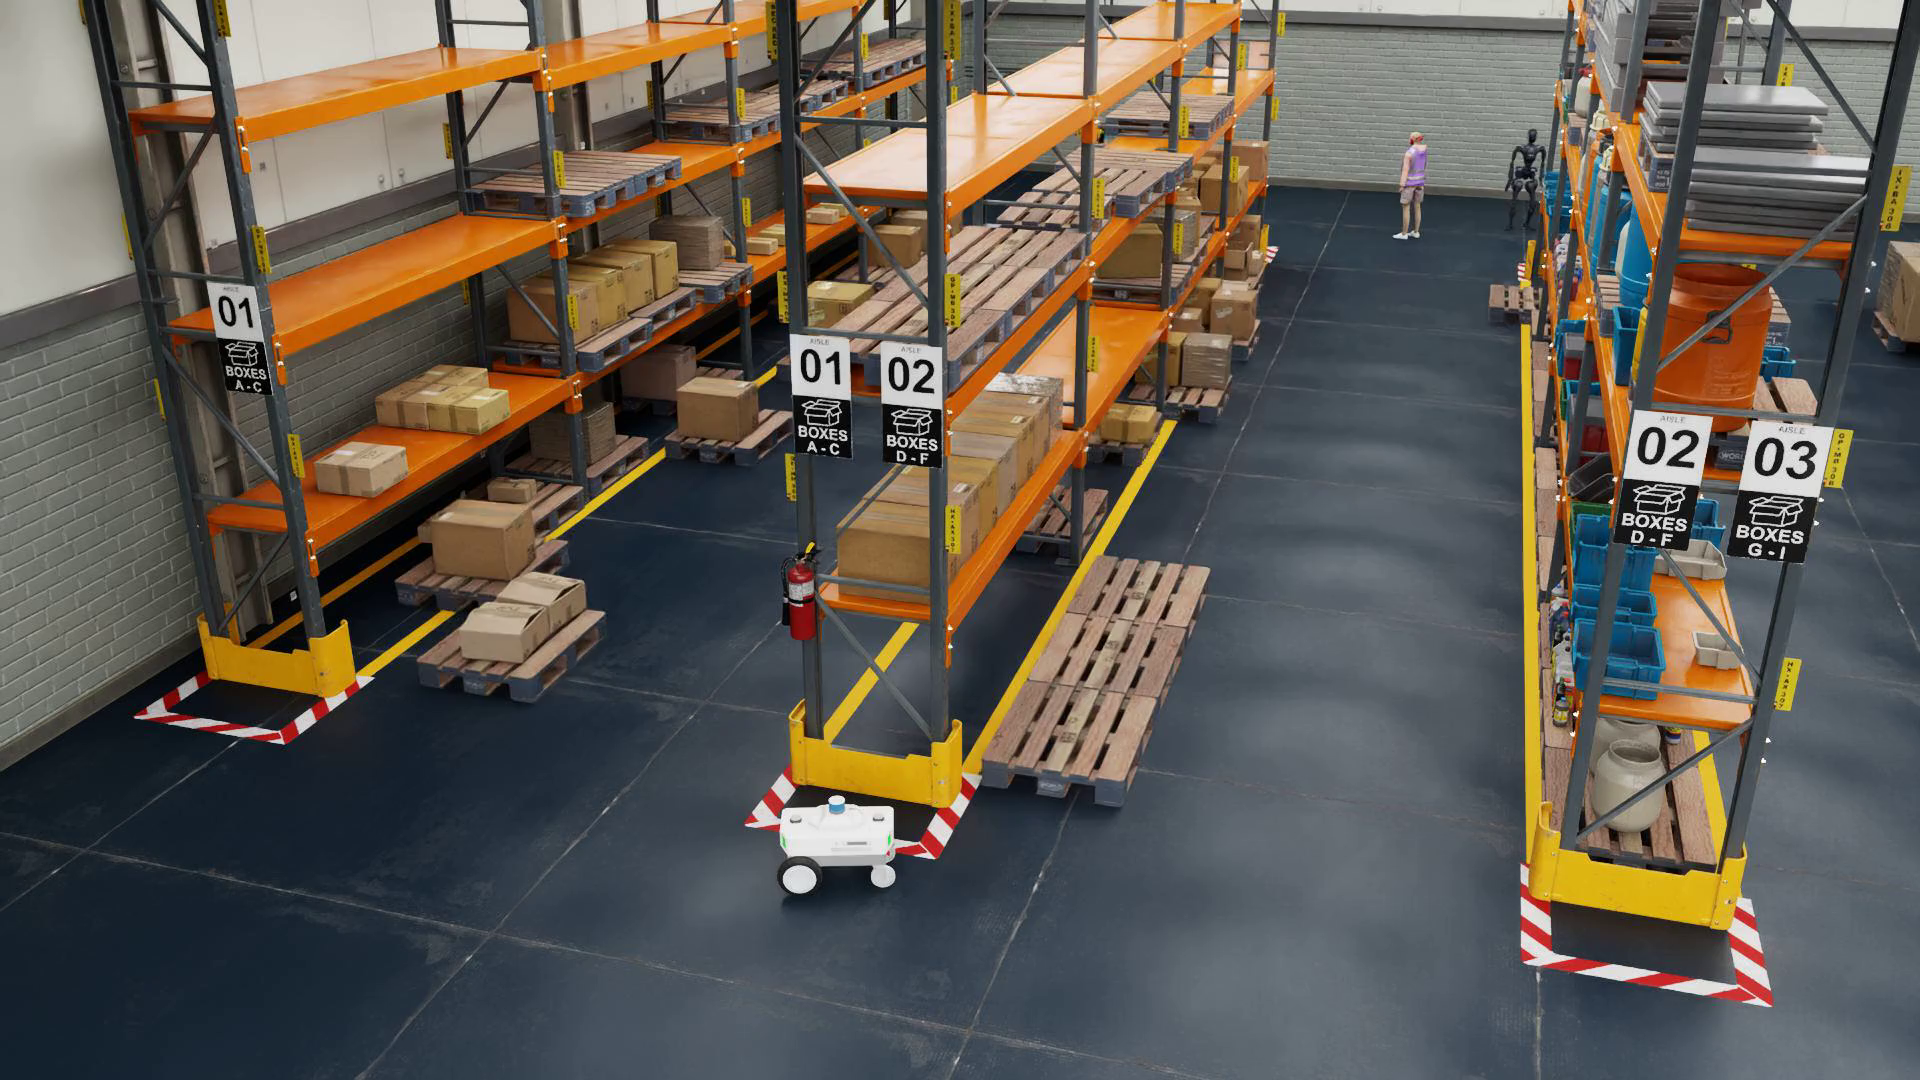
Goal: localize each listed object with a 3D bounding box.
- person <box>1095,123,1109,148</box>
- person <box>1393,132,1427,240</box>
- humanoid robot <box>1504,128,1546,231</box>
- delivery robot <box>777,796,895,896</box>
[{"bbox_3d":[2.177,-5.811,26.752,0.545,1.770,0.495,-15,27,-31],"label":"person"},{"bbox_3d":[7.182,-5.622,26.420,0.489,1.688,0.352,-14,27,-29],"label":"person"},{"bbox_3d":[9.158,-5.842,26.936,0.615,1.640,0.376,1,23,3],"label":"humanoid robot"},{"bbox_3d":[-0.800,1.895,10.441,0.791,0.614,0.499,-1,23,-2],"label":"delivery robot"}]
